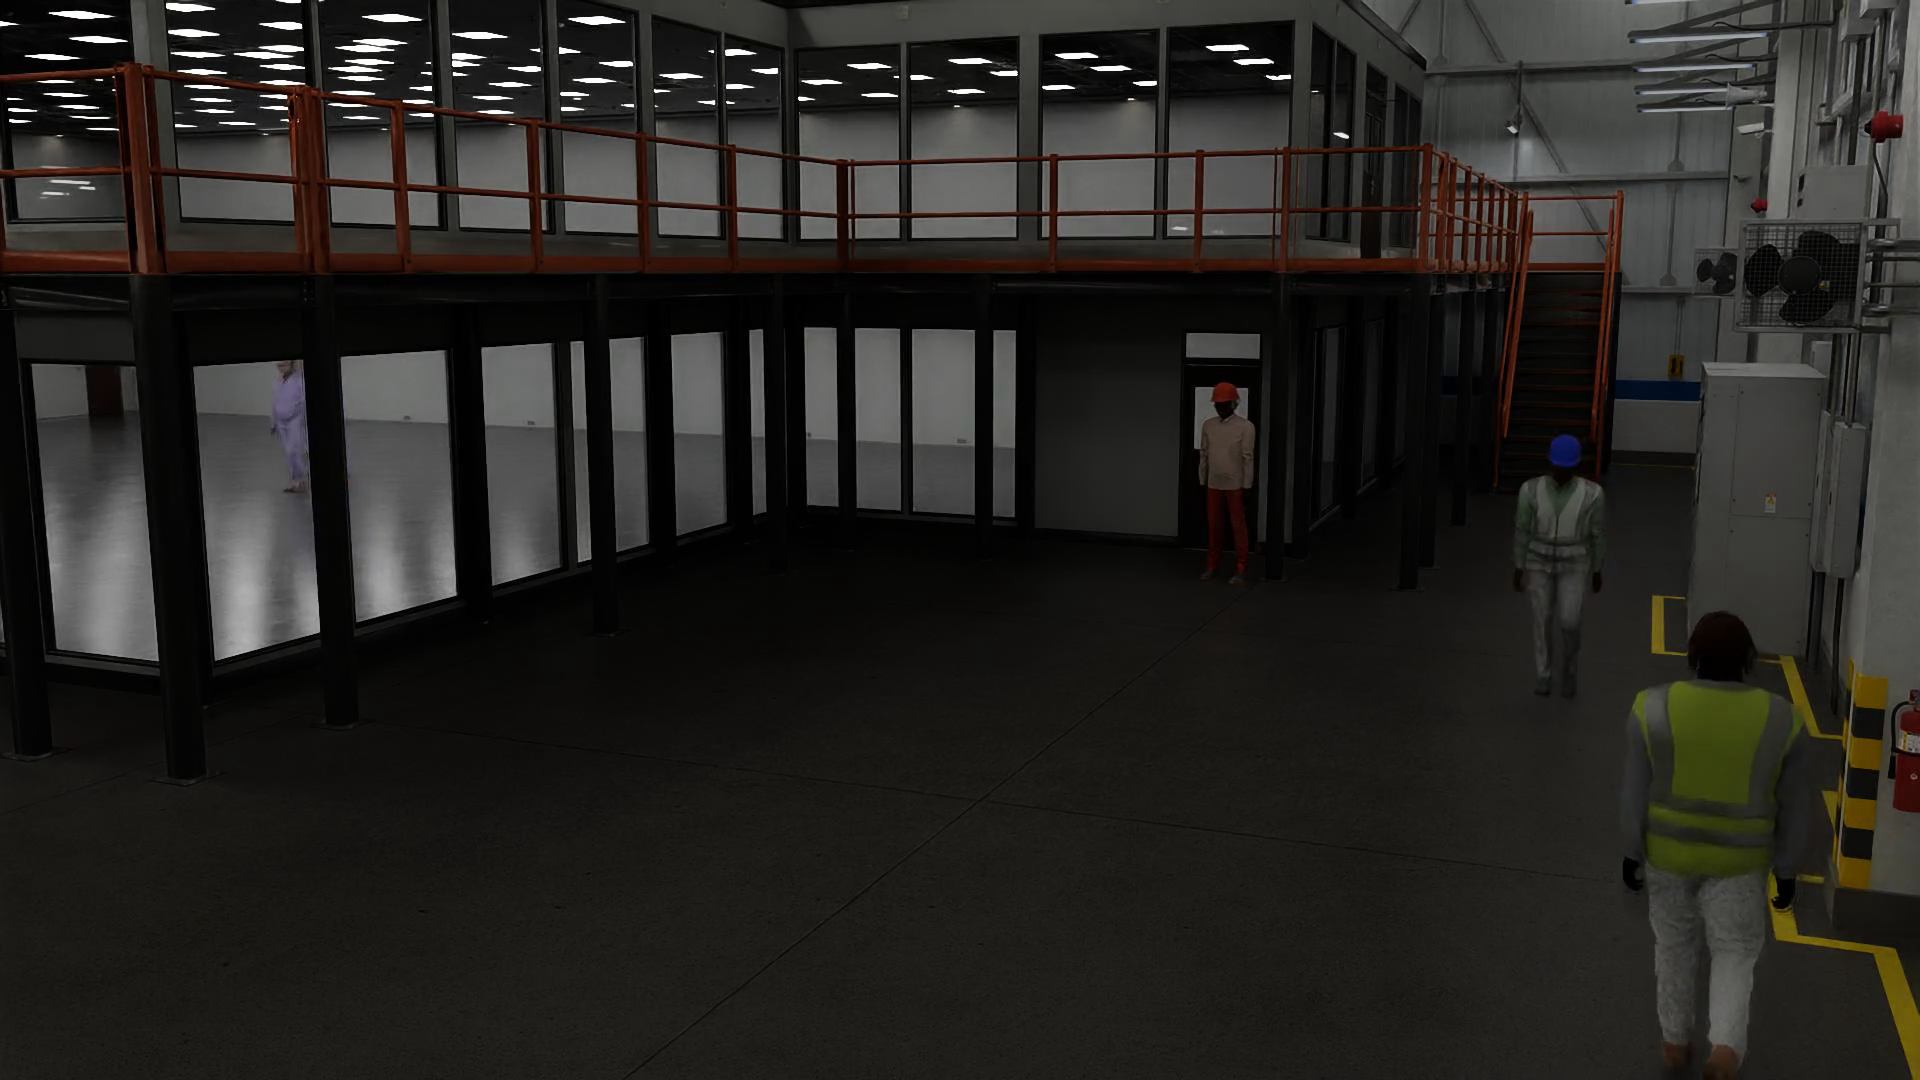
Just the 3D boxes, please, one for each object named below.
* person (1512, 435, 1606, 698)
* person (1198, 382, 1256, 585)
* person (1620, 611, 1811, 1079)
[{"bbox_3d":[4.261,0.192,11.868,0.611,1.915,0.512,5,10,26],"label":"person"},{"bbox_3d":[2.585,-0.549,16.226,0.614,1.984,0.409,8,12,41],"label":"person"},{"bbox_3d":[2.760,1.169,6.131,0.632,1.820,0.768,4,10,24],"label":"person"}]
